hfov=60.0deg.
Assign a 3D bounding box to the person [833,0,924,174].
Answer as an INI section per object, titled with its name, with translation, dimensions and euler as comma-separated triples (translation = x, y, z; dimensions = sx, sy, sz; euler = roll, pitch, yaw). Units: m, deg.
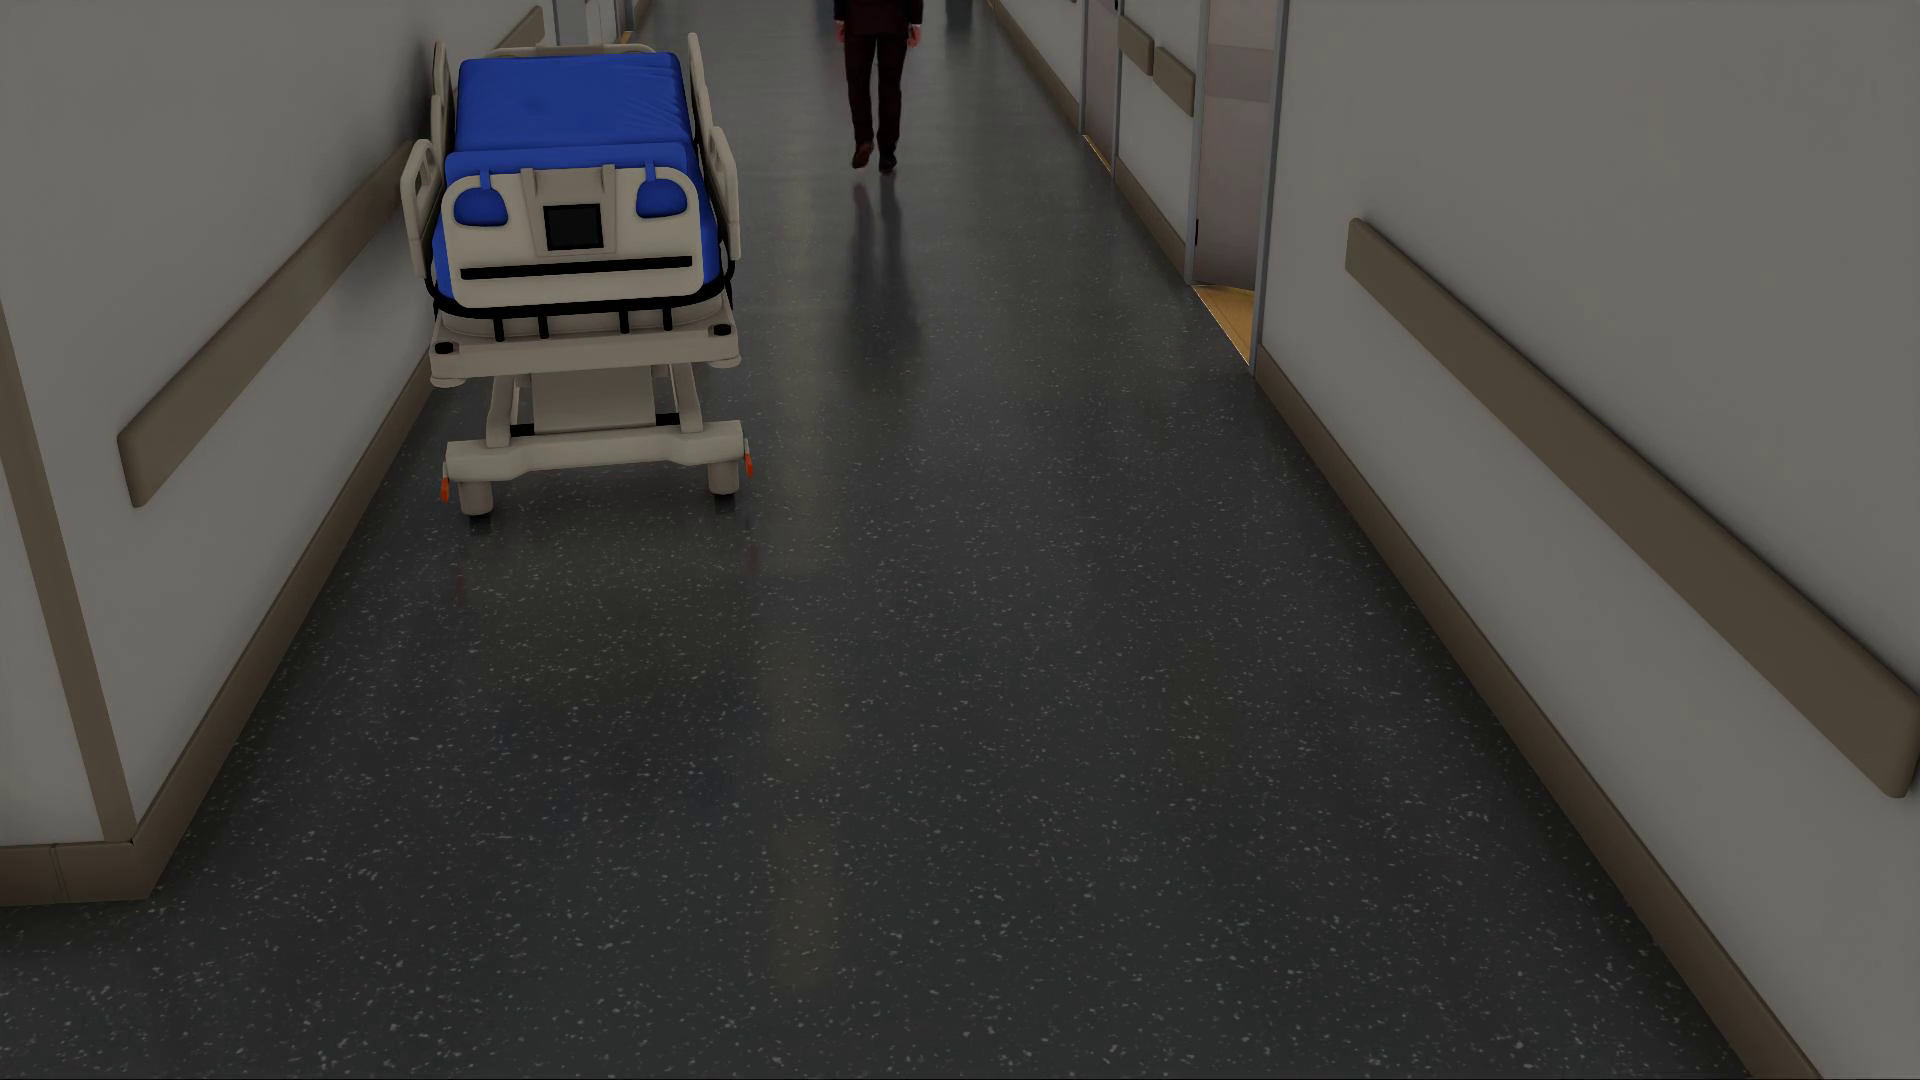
[person]
translation = -0.505, -3.111, 9.984
dimensions = 0.744, 1.849, 0.784
euler = 0, 26, 0
